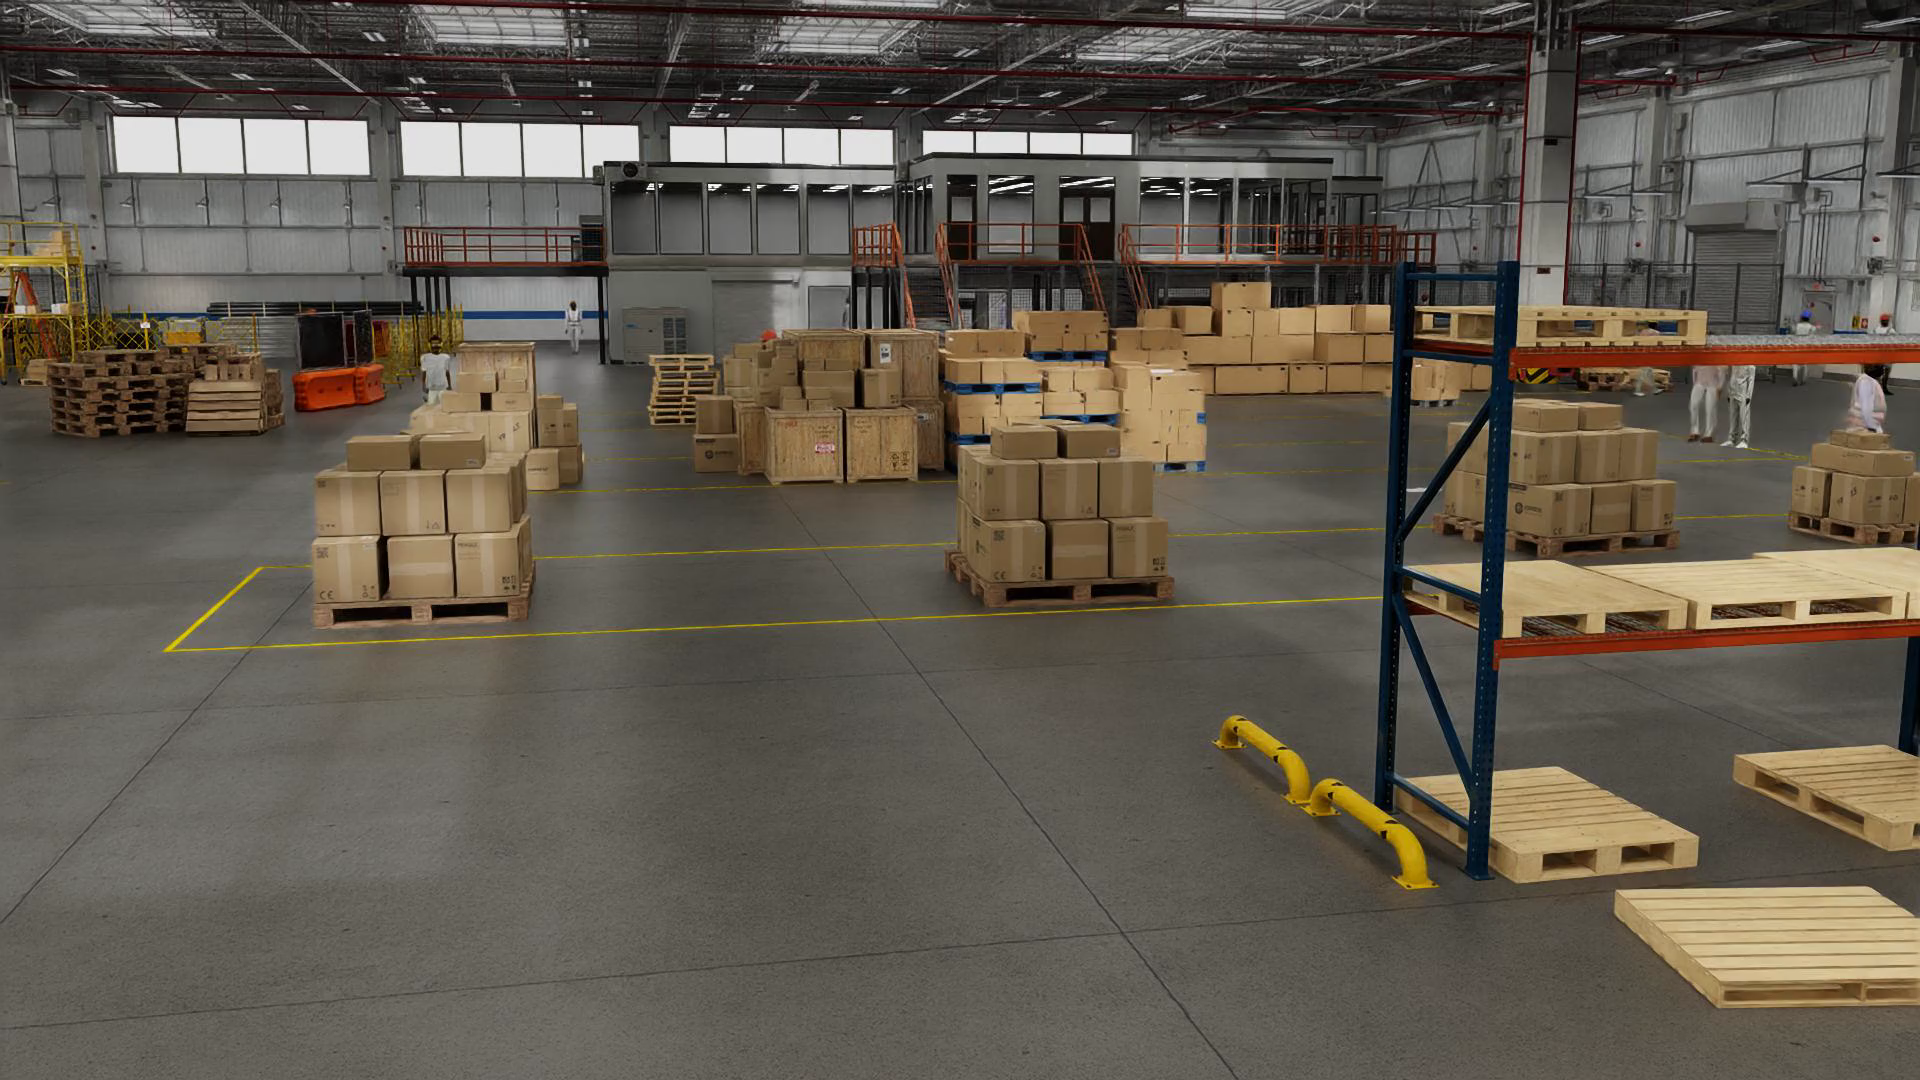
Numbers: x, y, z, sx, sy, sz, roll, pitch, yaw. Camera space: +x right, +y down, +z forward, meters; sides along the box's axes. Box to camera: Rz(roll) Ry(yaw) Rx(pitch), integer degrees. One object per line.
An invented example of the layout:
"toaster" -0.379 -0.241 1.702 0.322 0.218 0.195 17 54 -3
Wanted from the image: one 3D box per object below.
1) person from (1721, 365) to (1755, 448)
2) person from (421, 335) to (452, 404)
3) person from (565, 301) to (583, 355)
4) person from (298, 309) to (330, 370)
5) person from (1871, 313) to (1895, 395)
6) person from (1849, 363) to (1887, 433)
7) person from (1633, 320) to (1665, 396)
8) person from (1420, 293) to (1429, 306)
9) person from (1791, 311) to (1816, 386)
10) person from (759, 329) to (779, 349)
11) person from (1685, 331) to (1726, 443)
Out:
"person" 12.999 -2.405 27.744 0.295 1.743 0.492 -3 10 -19
"person" -8.808 -2.519 28.048 0.521 1.873 0.334 -6 11 -32
"person" -13.260 -7.278 57.147 0.582 1.842 0.976 -2 9 -11
"person" -15.504 -4.543 40.008 0.641 1.988 1.035 1 9 7
"person" 21.764 -4.371 39.230 0.505 1.908 0.635 -6 11 -35
"person" 12.206 -1.532 22.183 0.707 1.816 0.645 8 12 39
"person" 16.143 -4.295 38.863 1.005 1.876 0.609 -3 10 -17
"person" 18.116 -8.623 64.876 0.381 1.994 0.622 4 10 22
"person" 21.320 -4.848 42.119 0.607 1.917 0.862 5 11 28
"person" -3.076 -2.441 27.196 0.395 1.993 0.614 0 9 0
"person" 12.736 -2.595 28.389 0.659 1.917 0.641 -7 12 -38
